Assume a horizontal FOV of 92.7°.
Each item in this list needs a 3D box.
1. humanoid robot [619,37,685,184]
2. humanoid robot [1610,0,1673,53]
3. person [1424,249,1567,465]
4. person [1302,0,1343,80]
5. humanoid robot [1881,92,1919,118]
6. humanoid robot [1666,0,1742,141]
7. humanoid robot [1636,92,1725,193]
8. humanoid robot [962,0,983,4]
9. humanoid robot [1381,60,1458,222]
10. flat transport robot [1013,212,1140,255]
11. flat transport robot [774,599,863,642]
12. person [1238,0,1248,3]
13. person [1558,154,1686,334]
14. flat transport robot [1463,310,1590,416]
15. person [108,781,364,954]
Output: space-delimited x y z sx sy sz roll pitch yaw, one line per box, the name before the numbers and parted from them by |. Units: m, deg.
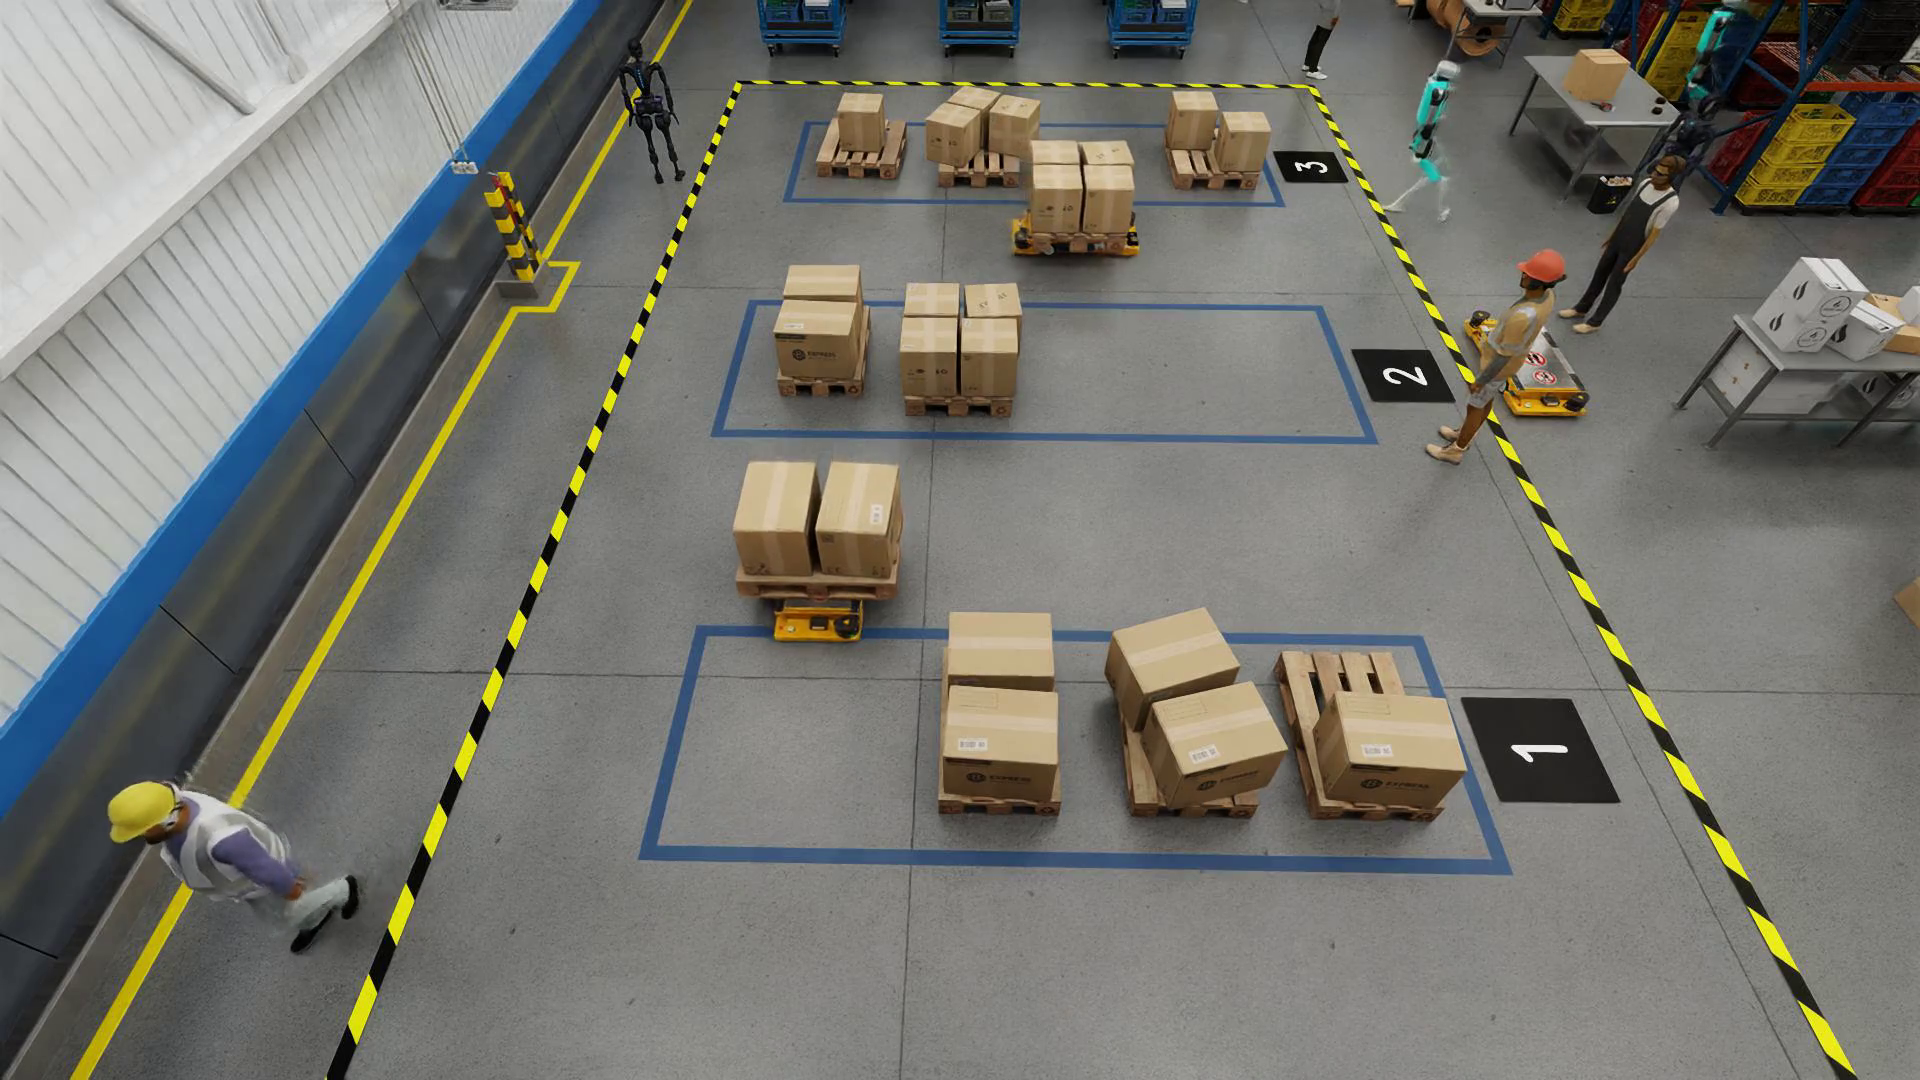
humanoid robot | -3.737 -5.169 11.066 0.599 1.657 0.315 -7 50 -6
humanoid robot | 10.500 -8.034 13.548 1.039 1.757 0.545 12 50 10
person | 4.463 -1.482 7.643 0.382 2.045 0.604 36 58 27
person | 5.325 -7.597 13.061 0.397 1.850 0.597 1 49 1
humanoid robot | 13.109 -6.464 12.215 0.555 1.869 0.854 -3 49 -3
humanoid robot | 9.585 -5.901 11.739 0.750 1.884 0.542 20 52 16
humanoid robot | 7.830 -4.120 10.164 0.432 1.648 0.595 -11 50 -9
humanoid robot | 0.217 -8.919 14.337 0.691 1.636 0.589 -14 50 -12
humanoid robot | 5.513 -4.476 10.479 0.857 1.842 0.547 10 50 8
flat transport robot | 1.334 -3.565 10.601 1.431 0.197 0.652 1 49 1
flat transport robot | -1.072 0.180 7.359 0.652 0.197 1.431 1 49 1
person | 4.904 -9.848 15.084 0.484 1.739 0.303 -24 53 -19
person | 6.530 -2.877 8.988 0.334 1.839 0.505 -4 49 -3
flat transport robot | 5.573 -1.757 9.054 0.659 0.231 1.431 1 49 1
person | -3.882 1.781 4.966 0.609 1.813 0.439 19 52 16
